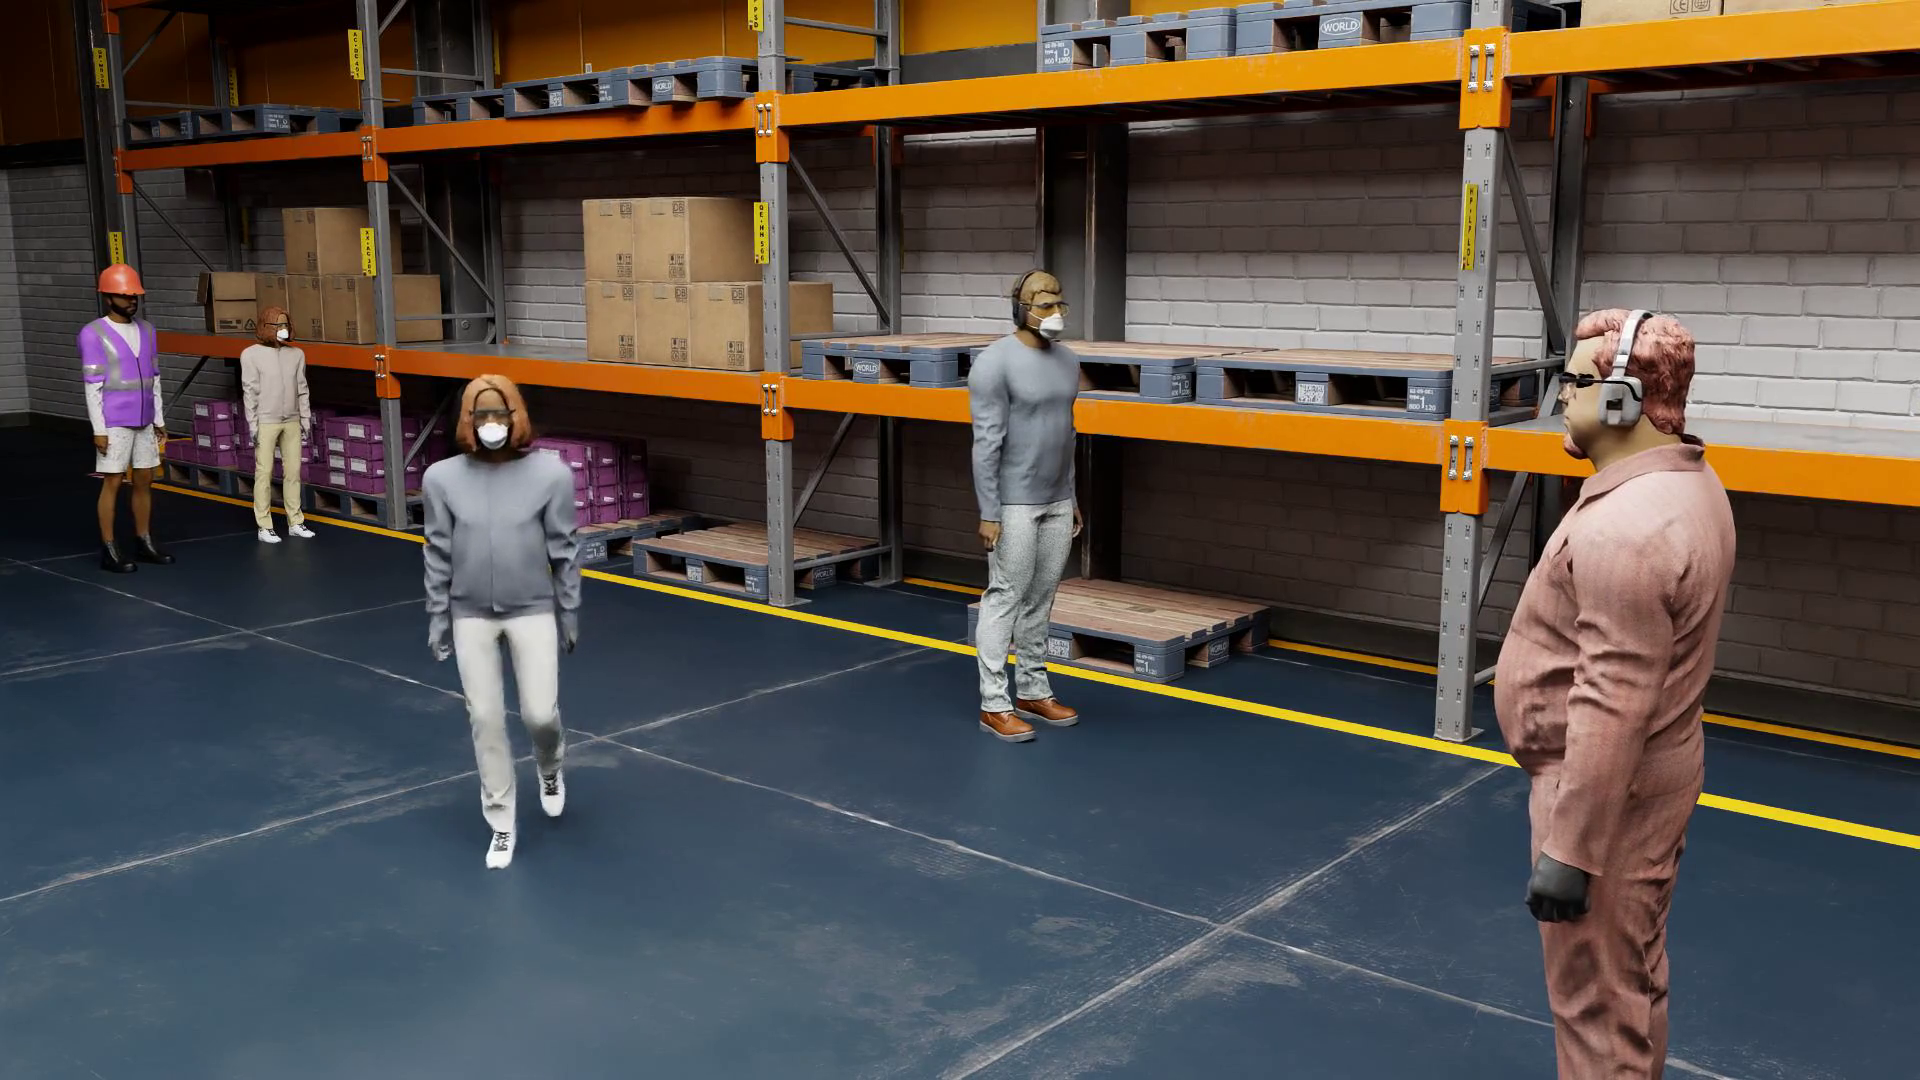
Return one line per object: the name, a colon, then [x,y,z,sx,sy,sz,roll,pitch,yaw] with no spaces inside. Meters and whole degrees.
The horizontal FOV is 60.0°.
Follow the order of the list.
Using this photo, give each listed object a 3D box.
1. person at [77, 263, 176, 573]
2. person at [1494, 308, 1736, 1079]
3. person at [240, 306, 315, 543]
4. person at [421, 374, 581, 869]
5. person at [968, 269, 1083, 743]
person: [-5.207,-0.758,10.435,0.406,1.930,0.547,4,11,21]
person: [1.253,0.507,3.275,0.409,1.909,0.643,6,12,30]
person: [-4.717,-0.798,11.509,0.277,1.629,0.497,7,12,34]
person: [-1.509,0.251,5.537,0.498,1.624,0.440,-1,10,-6]
person: [0.287,-0.148,6.913,0.352,1.937,0.635,9,13,40]
